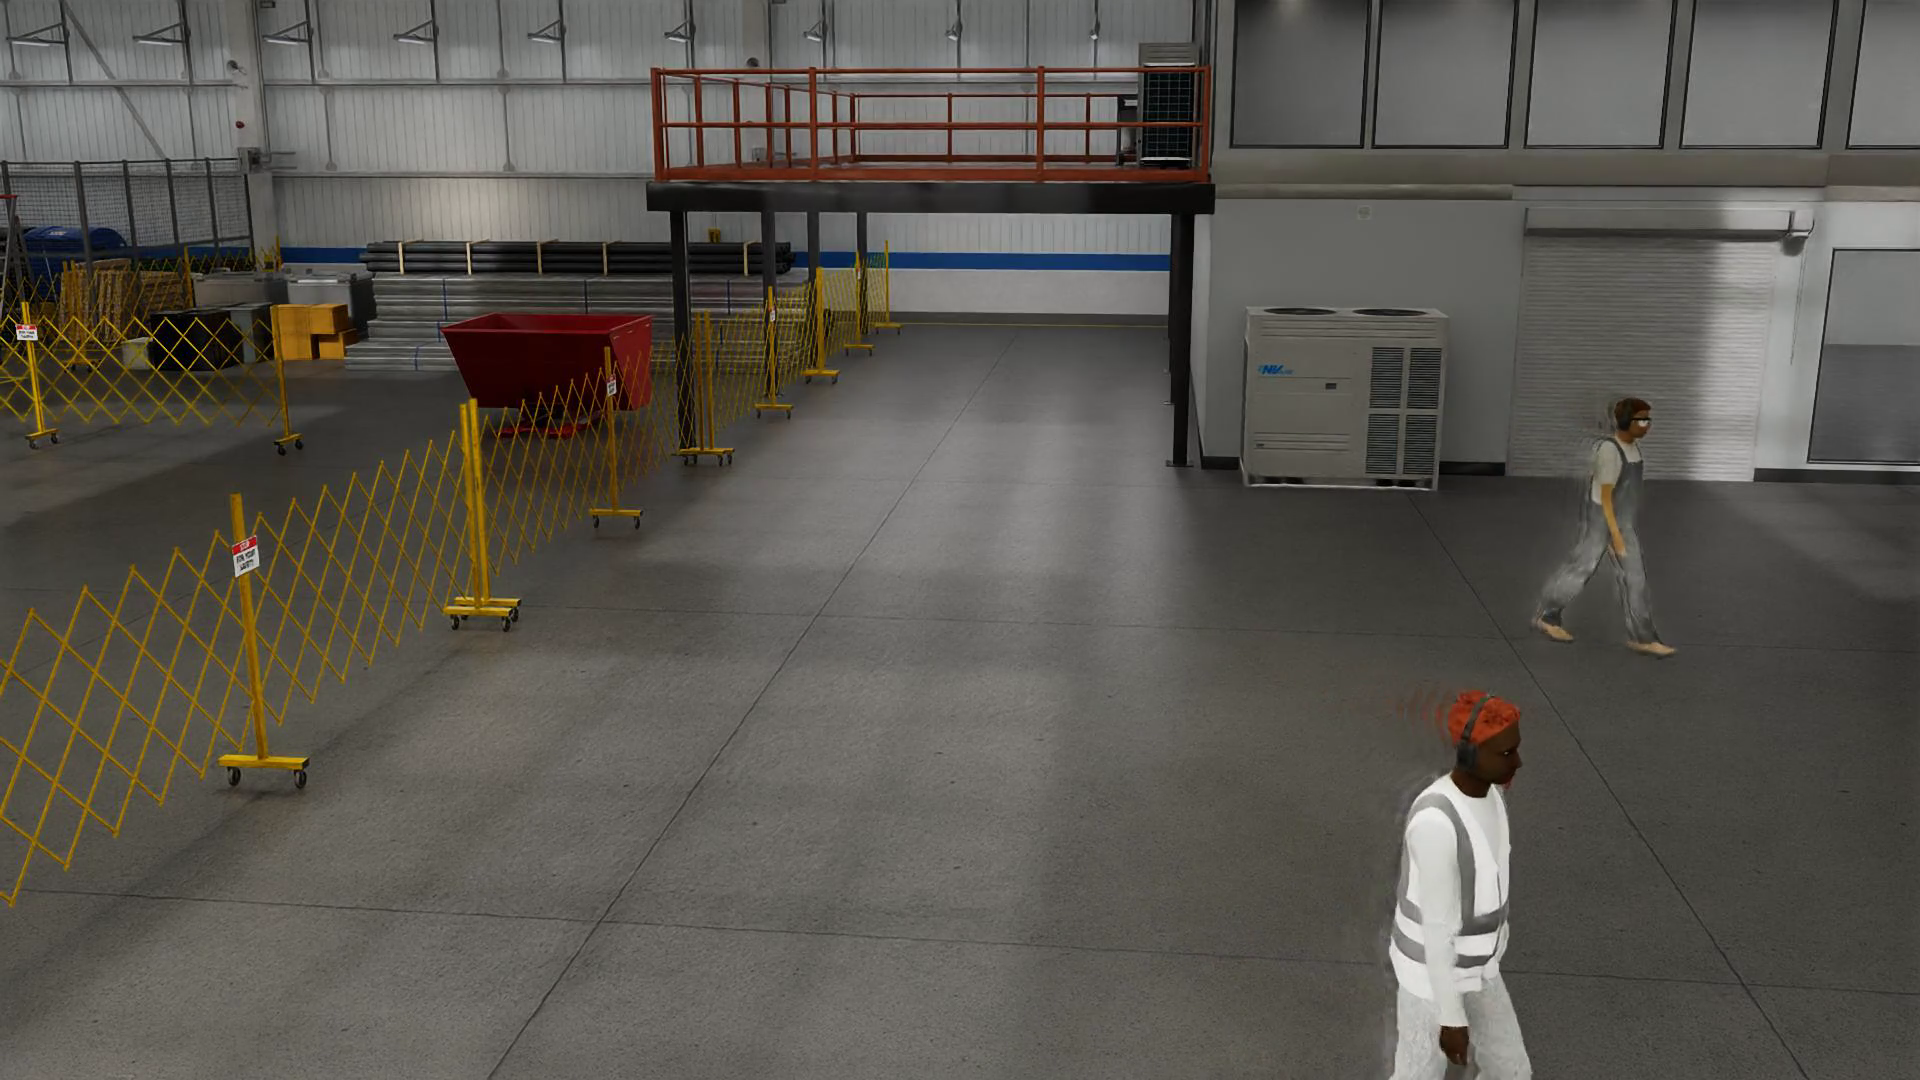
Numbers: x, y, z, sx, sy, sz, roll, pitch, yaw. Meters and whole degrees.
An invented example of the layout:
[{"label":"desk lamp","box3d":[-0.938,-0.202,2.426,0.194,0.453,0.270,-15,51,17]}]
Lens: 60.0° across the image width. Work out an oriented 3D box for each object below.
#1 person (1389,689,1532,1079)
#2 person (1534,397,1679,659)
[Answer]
[{"label":"person","box3d":[1.599,1.384,5.256,0.603,1.865,0.589,12,18,41]},{"label":"person","box3d":[4.484,-0.099,11.477,0.530,1.800,0.980,-11,18,-38]}]
